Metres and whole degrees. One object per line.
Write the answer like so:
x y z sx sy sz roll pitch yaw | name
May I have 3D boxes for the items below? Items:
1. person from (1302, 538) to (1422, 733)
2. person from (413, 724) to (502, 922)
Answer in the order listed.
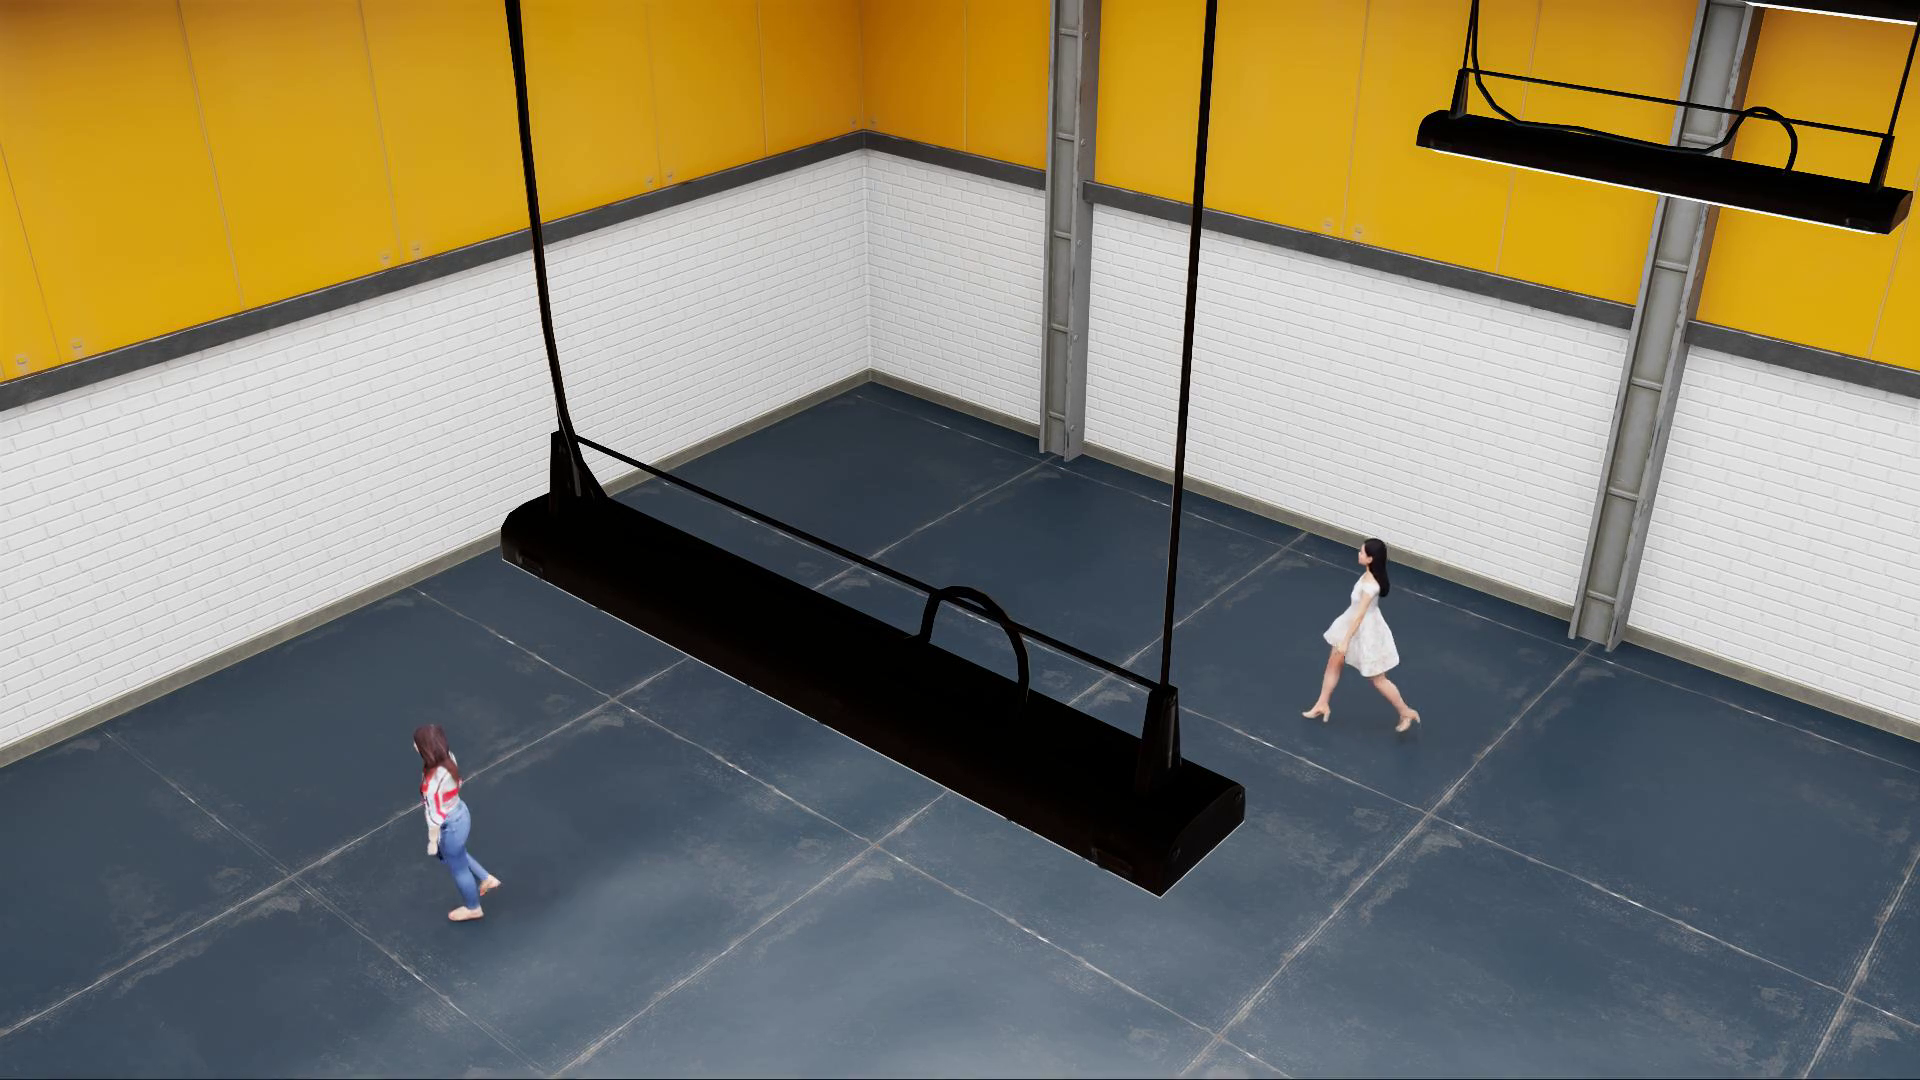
3.293 0.824 13.230 1.237 1.730 0.921 7 29 13 | person
-3.387 1.927 11.344 0.818 1.602 0.751 -5 29 -9 | person
